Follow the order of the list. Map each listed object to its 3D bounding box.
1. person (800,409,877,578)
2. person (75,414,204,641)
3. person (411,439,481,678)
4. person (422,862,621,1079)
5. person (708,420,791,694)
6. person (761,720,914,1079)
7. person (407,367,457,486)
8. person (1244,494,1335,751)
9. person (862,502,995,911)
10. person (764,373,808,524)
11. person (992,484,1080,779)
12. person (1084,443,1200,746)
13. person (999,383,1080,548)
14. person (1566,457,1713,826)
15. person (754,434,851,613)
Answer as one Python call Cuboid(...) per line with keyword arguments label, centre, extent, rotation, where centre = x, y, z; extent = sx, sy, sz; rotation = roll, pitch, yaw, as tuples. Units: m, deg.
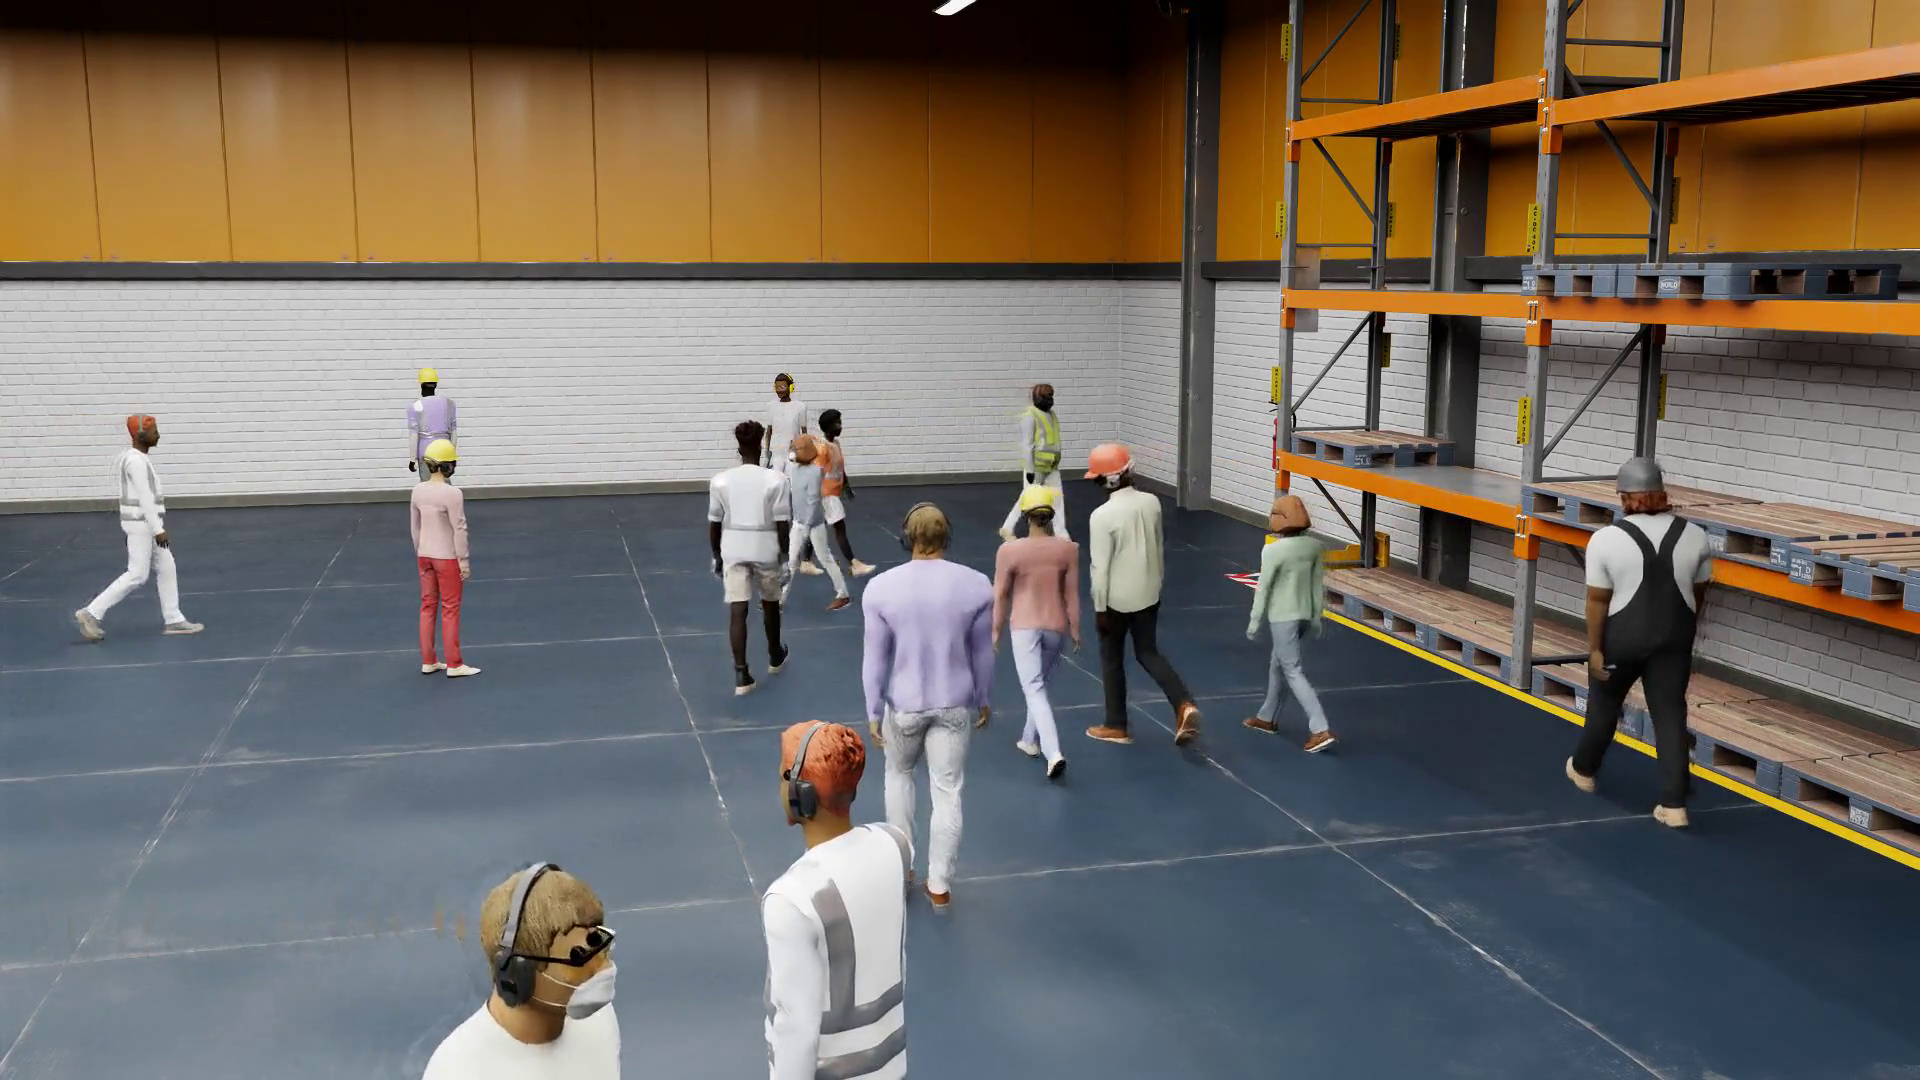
Cuboid(label="person", centre=(-1.210, -0.447, 16.295), extent=(0.863, 1.655, 0.552), rotation=(1, 9, 6))
Cuboid(label="person", centre=(-6.740, -0.102, 13.564), extent=(0.857, 1.857, 0.573), rotation=(-3, 10, -20))
Cuboid(label="person", centre=(-3.830, 0.136, 12.327), extent=(0.527, 1.768, 0.331), rotation=(6, 11, 31))
Cuboid(label="person", centre=(-0.669, 1.536, 3.136), extent=(0.885, 1.906, 0.662), rotation=(2, 9, 10))
Cuboid(label="person", centre=(-1.500, 0.093, 12.086), extent=(0.620, 1.919, 1.005), rotation=(1, 9, 4))
Cuboid(label="person", centre=(-0.315, 1.376, 4.219), extent=(0.346, 1.882, 0.578), rotation=(5, 10, 27))
Cuboid(label="person", centre=(-5.967, -0.983, 18.810), extent=(0.362, 1.928, 0.587), rotation=(9, 13, 43))
Cuboid(label="person", centre=(2.114, 0.509, 10.522), extent=(0.504, 1.597, 0.831), rotation=(-7, 11, -37))
Cuboid(label="person", centre=(-0.151, 0.769, 7.925), extent=(0.632, 1.919, 0.669), rotation=(-1, 9, -5))
Cuboid(label="person", centre=(-1.967, -0.950, 18.791), extent=(0.532, 1.866, 0.310), rotation=(2, 9, 14))
Cuboid(label="person", centre=(0.480, 0.540, 9.953), extent=(0.545, 1.725, 0.875), rotation=(-3, 10, -19))
Cuboid(label="person", centre=(1.109, 0.373, 10.339), extent=(0.660, 1.951, 0.788), rotation=(-7, 12, -38))
Cuboid(label="person", centre=(0.853, -0.816, 18.146), extent=(0.898, 1.810, 0.640), rotation=(6, 11, 35))
Cuboid(label="person", centre=(3.771, 0.499, 9.205), extent=(0.697, 2.000, 1.038), rotation=(0, 9, 3))
Cuboid(label="person", centre=(-1.355, -0.139, 14.613), extent=(0.890, 1.582, 0.514), rotation=(-6, 11, -32))
